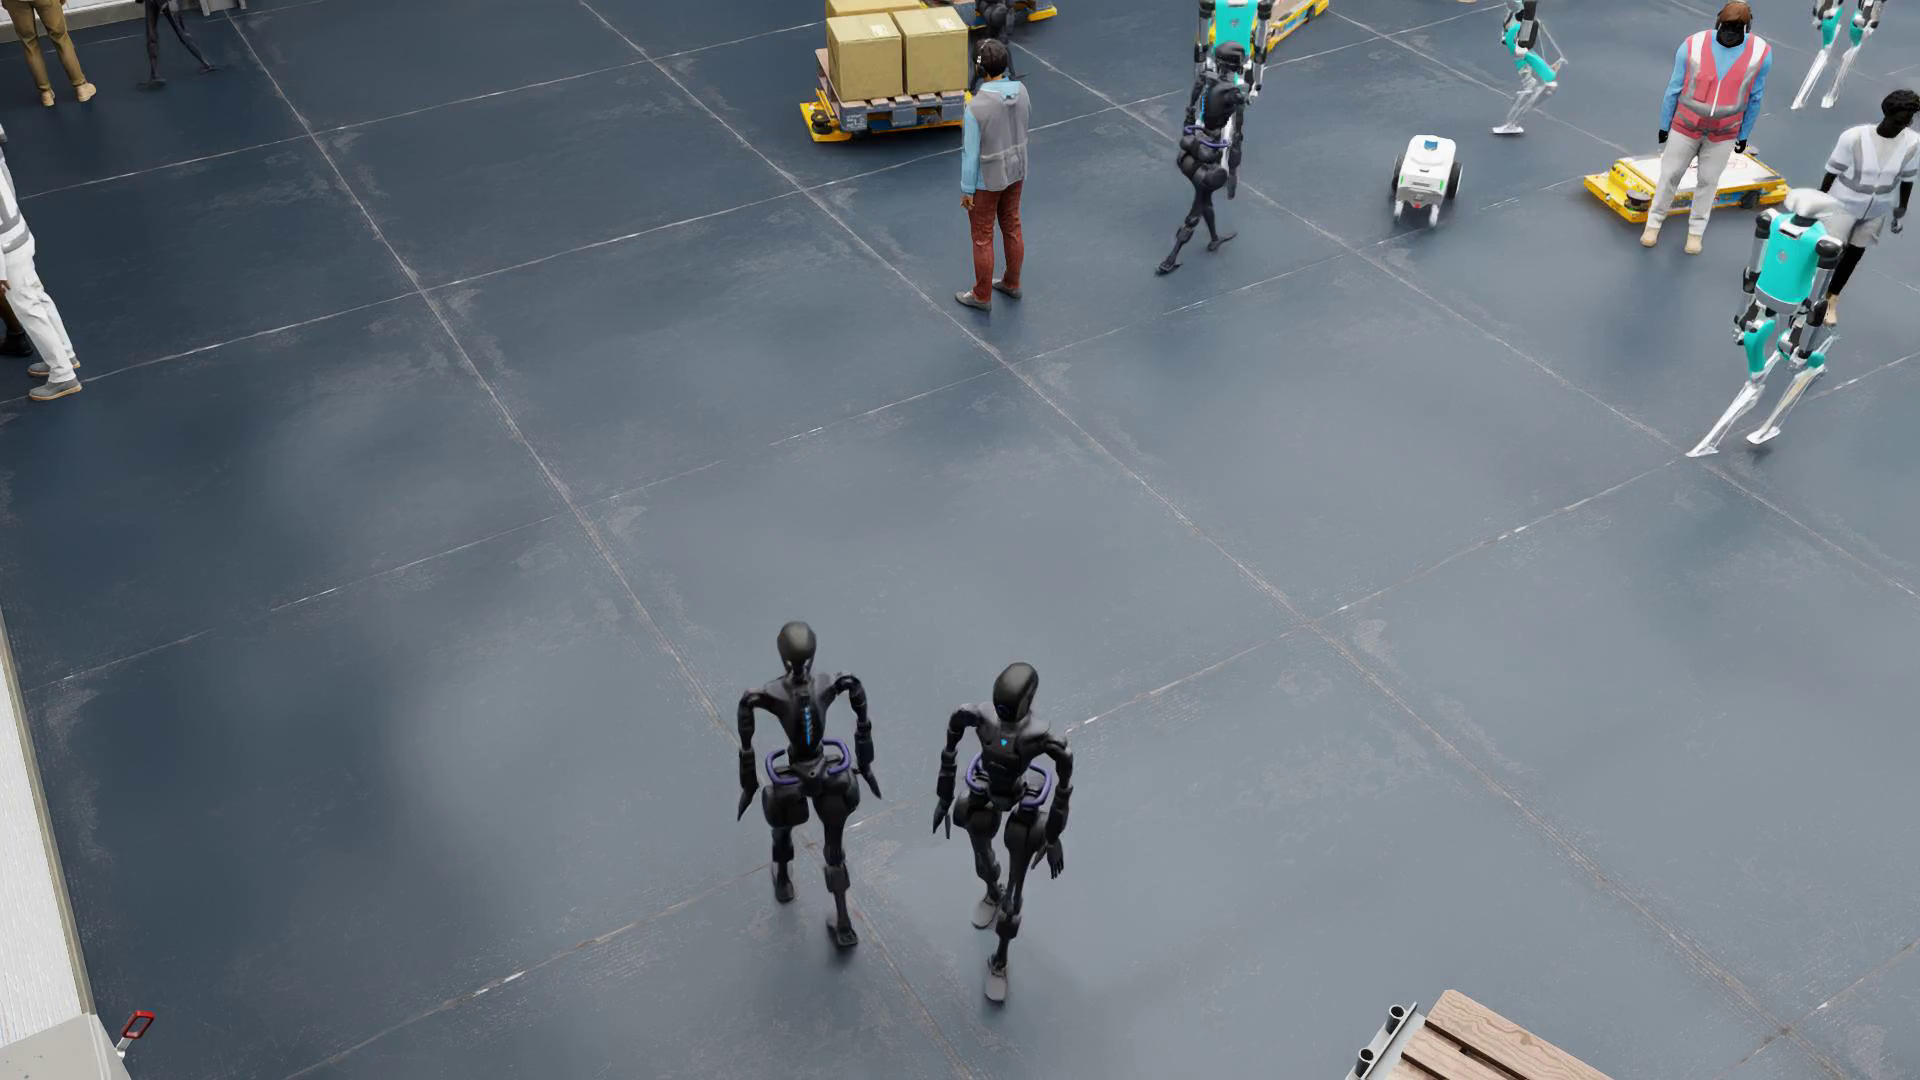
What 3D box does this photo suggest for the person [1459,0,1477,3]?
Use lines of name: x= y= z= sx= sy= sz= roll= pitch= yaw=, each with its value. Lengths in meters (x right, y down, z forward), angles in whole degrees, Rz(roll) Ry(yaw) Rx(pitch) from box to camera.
person: x=4.932 y=-5.997 z=15.589 sx=0.665 sy=1.853 sz=0.390 roll=-7 pitch=39 yaw=-9

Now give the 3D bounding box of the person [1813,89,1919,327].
person: x=5.887 y=-2.173 z=10.896 sx=0.546 sy=1.673 sz=0.359 roll=4 pitch=39 yaw=6

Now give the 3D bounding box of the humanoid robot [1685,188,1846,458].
humanoid robot: x=4.839 y=-1.238 z=9.689 sx=0.837 sy=1.801 sz=0.545 roll=-19 pitch=42 yaw=-22

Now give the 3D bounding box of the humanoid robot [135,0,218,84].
humanoid robot: x=-6.831 y=-4.643 z=14.046 sx=0.610 sy=1.636 sz=0.673 roll=24 pitch=44 yaw=27

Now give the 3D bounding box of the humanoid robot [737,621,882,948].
humanoid robot: x=-0.638 y=0.995 z=6.922 sx=0.616 sy=1.632 sz=0.636 roll=-11 pitch=40 yaw=-14

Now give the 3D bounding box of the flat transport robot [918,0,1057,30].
flat transport robot: x=0.129 y=-4.976 z=15.570 sx=1.431 sy=0.231 sz=0.659 roll=-17 pitch=42 yaw=-21

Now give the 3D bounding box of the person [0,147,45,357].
person: x=-6.243 y=-2.074 z=10.567 sx=0.354 sy=1.936 sz=0.550 roll=16 pitch=41 yaw=19

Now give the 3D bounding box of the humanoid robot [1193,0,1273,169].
humanoid robot: x=2.007 y=-3.506 z=12.556 sx=0.530 sy=1.788 sz=0.794 roll=3 pitch=38 yaw=3

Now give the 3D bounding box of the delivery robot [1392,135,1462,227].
delivery robot: x=3.513 y=-2.758 z=12.547 sx=0.499 sy=0.602 sz=0.795 roll=13 pitch=40 yaw=15

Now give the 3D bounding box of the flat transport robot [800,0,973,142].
flat transport robot: x=-0.570 y=-3.584 z=13.814 sx=1.431 sy=0.231 sz=0.659 roll=-9 pitch=39 yaw=-11

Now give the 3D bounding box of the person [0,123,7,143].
person: x=-7.874 y=-3.877 z=12.915 sx=0.387 sy=1.844 sz=0.563 roll=-5 pitch=39 yaw=-7

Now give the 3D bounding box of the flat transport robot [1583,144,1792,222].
flat transport robot: x=5.600 y=-2.738 z=12.747 sx=1.431 sy=0.231 sz=0.659 roll=-10 pitch=39 yaw=-12

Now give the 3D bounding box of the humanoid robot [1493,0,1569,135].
humanoid robot: x=4.581 y=-4.003 z=13.223 sx=0.672 sy=1.872 sz=0.553 roll=0 pitch=38 yaw=0

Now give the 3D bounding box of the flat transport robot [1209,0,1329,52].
flat transport robot: x=2.845 y=-4.891 z=15.463 sx=0.659 sy=0.231 sz=1.431 roll=22 pitch=44 yaw=26

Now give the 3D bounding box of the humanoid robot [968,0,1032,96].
humanoid robot: x=0.337 y=-4.520 z=13.880 sx=0.693 sy=1.631 sz=0.610 roll=-13 pitch=40 yaw=-16

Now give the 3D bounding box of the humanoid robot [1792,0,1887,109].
humanoid robot: x=7.321 y=-4.357 z=13.615 sx=0.534 sy=1.776 sz=0.779 roll=28 pitch=46 yaw=31

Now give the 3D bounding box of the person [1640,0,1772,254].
person: x=5.232 y=-2.894 z=11.690 sx=0.628 sy=1.835 sz=0.431 roll=13 pitch=40 yaw=16

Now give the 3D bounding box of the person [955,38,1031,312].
person: x=0.233 y=-2.390 z=11.020 sx=0.534 sy=1.873 sz=0.415 roll=-29 pitch=47 yaw=-32

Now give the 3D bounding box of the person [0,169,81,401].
person: x=-5.863 y=-1.752 z=10.217 sx=0.346 sy=1.877 sz=0.564 roll=-15 pitch=41 yaw=-18

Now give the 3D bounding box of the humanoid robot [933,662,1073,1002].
humanoid robot: x=0.150 y=1.128 z=6.747 sx=0.590 sy=1.631 sz=0.629 roll=13 pitch=40 yaw=15

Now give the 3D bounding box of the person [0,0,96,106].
person: x=-7.655 y=-4.450 z=13.701 sx=0.516 sy=1.767 sz=0.374 roll=-11 pitch=40 yaw=-13

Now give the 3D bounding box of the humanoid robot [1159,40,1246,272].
humanoid robot: x=1.711 y=-2.672 z=11.563 sx=0.747 sy=1.621 sz=0.603 roll=-21 pitch=43 yaw=-24
